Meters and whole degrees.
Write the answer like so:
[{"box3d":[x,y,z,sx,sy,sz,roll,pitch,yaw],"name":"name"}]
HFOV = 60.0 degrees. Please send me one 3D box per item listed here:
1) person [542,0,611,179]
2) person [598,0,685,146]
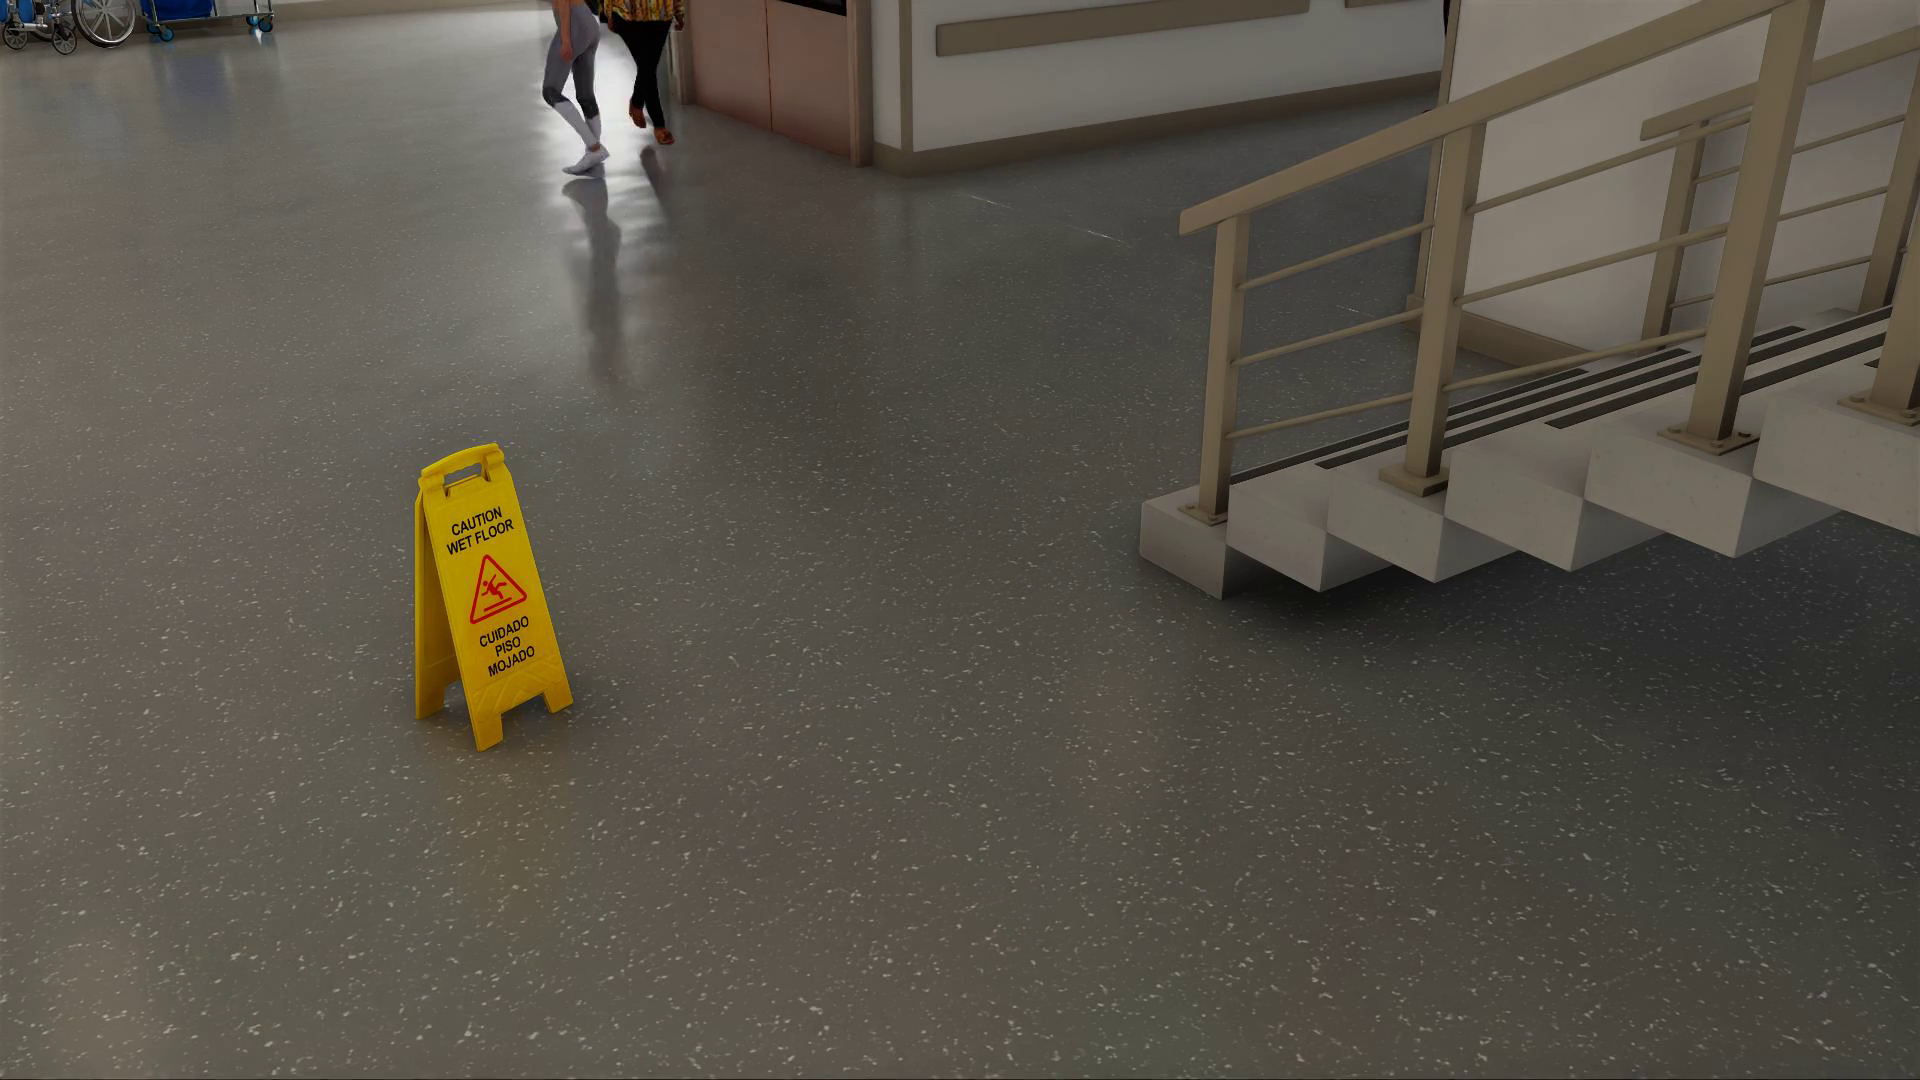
[{"box3d":[-2.239,-3.024,9.995,0.770,1.699,0.705,3,26,6],"name":"person"},{"box3d":[-2.124,-3.453,10.986,0.681,1.612,1.032,-16,30,-30],"name":"person"}]
